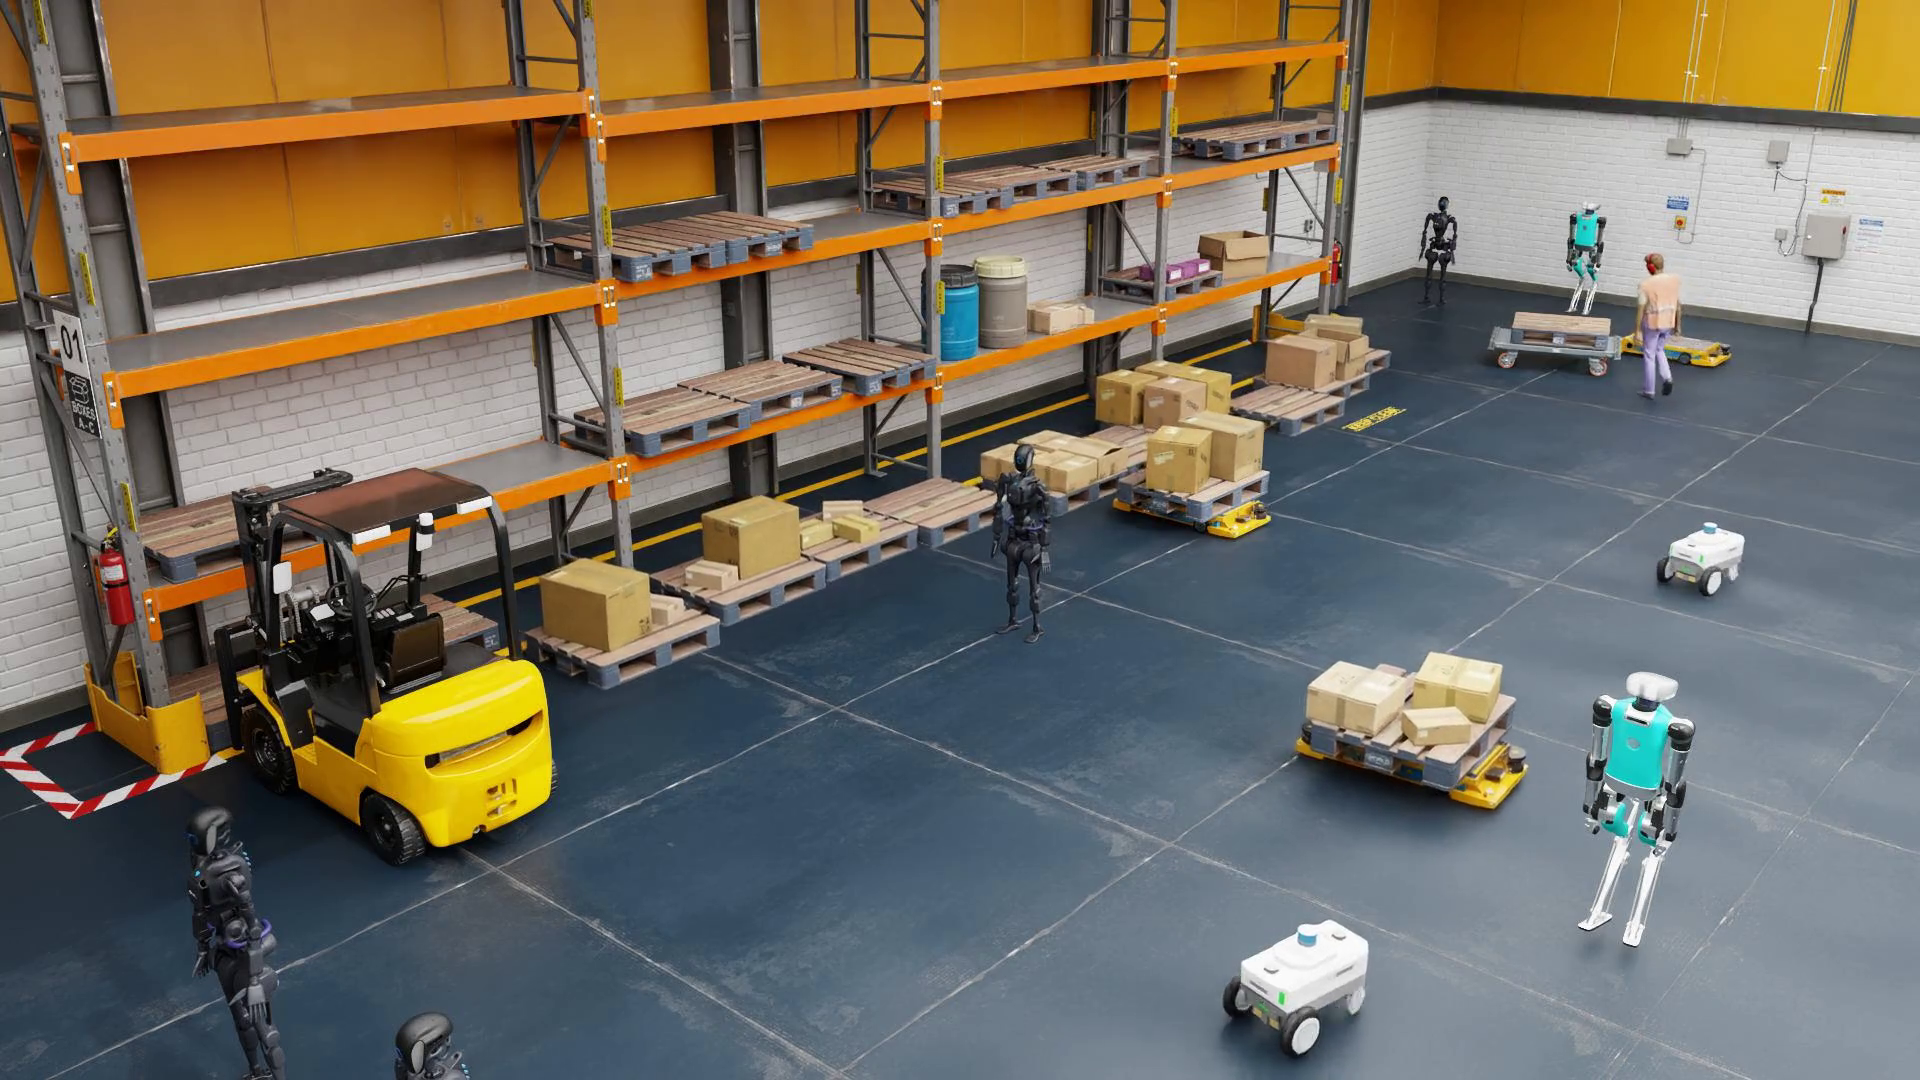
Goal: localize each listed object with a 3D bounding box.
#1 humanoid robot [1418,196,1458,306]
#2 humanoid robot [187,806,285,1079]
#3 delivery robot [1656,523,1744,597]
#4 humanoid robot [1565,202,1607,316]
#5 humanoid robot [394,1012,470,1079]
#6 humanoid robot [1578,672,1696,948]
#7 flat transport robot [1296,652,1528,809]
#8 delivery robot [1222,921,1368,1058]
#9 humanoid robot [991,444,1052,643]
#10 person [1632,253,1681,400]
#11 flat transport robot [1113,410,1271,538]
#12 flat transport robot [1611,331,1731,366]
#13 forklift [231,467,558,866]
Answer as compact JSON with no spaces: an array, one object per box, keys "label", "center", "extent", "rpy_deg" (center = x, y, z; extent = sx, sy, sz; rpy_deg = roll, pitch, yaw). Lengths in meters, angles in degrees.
[{"label":"humanoid robot","center":[7.349,-4.437,25.516],"extent":[0.599,1.659,0.315],"rpy_deg":[17,26,38]},{"label":"humanoid robot","center":[-3.488,2.021,8.017],"extent":[0.599,1.659,0.315],"rpy_deg":[17,26,38]},{"label":"delivery robot","center":[6.609,0.133,14.741],"extent":[0.750,0.568,0.499],"rpy_deg":[-14,25,-34]},{"label":"humanoid robot","center":[9.290,-4.178,24.559],"extent":[0.533,1.677,0.735],"rpy_deg":[17,26,38]},{"label":"humanoid robot","center":[-2.005,2.567,6.542],"extent":[0.599,1.657,0.315],"rpy_deg":[17,26,38]},{"label":"humanoid robot","center":[3.828,1.447,9.317],"extent":[0.533,1.677,0.735],"rpy_deg":[17,26,38]},{"label":"flat transport robot","center":[3.139,1.470,11.567],"extent":[1.431,0.231,0.659],"rpy_deg":[14,25,34]},{"label":"delivery robot","center":[1.823,2.315,8.828],"extent":[0.750,0.568,0.499],"rpy_deg":[-14,25,-34]},{"label":"humanoid robot","center":[0.515,0.017,13.448],"extent":[0.599,1.659,0.315],"rpy_deg":[17,26,38]},{"label":"person","center":[8.525,-2.598,20.340],"extent":[0.627,1.816,0.467],"rpy_deg":[-5,21,-12]},{"label":"flat transport robot","center":[2.289,-0.330,16.444],"extent":[1.431,0.231,0.659],"rpy_deg":[17,26,38]},{"label":"flat transport robot","center":[9.639,-2.604,22.606],"extent":[1.431,0.231,0.659],"rpy_deg":[17,26,38]},{"label":"forklift","center":[-3.730,0.710,10.856],"extent":[2.313,2.155,1.214],"rpy_deg":[17,26,38]}]
